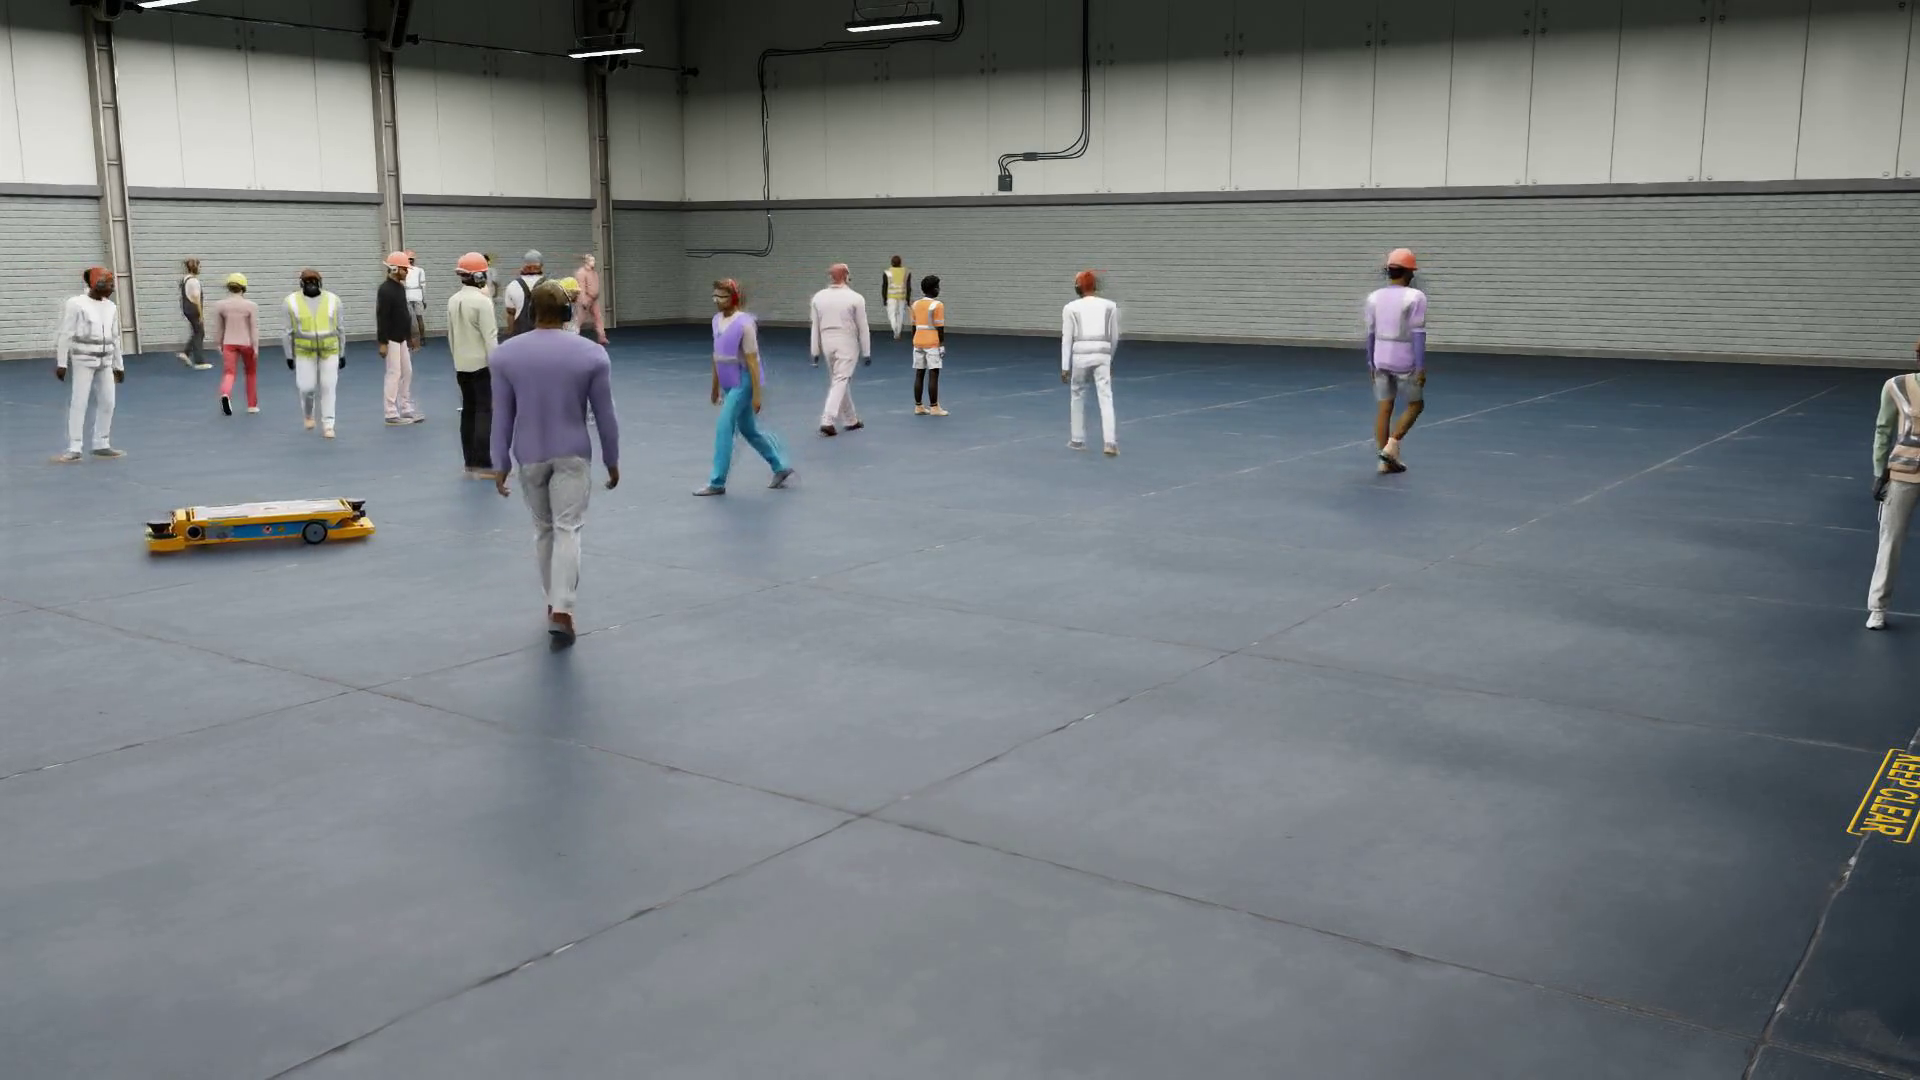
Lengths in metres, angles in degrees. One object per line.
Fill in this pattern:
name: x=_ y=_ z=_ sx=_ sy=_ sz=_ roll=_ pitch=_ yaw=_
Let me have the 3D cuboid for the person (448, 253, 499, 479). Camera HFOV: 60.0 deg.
person: x=-4.292 y=-1.532 z=14.763 sx=0.623 sy=2.000 sz=0.493 roll=8 pitch=13 yaw=39

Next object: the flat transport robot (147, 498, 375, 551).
flat transport robot: x=-4.883 y=-0.122 z=11.629 sx=1.431 sy=0.197 sz=0.652 roll=-5 pitch=11 yaw=-25

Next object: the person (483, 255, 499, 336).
person: x=-10.558 y=-5.380 z=36.770 sx=0.560 sy=1.805 sz=0.991 roll=6 pitch=12 yaw=28

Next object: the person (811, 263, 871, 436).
person: x=-1.298 y=-2.079 z=18.174 sx=0.653 sy=1.863 sz=1.022 roll=6 pitch=12 yaw=29

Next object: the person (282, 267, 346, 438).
person: x=-6.905 y=-2.004 z=17.833 sx=0.626 sy=1.827 sz=0.504 roll=-4 pitch=11 yaw=-23

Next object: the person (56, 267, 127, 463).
person: x=-8.330 y=-1.661 z=15.857 sx=0.372 sy=1.855 sz=0.750 roll=4 pitch=11 yaw=22

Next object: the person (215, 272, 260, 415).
person: x=-8.726 y=-2.360 z=20.078 sx=0.526 sy=1.736 sz=0.790 roll=-1 pitch=10 yaw=-8

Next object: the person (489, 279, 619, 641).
person: x=-2.156 y=-0.434 z=8.855 sx=0.649 sy=1.897 sz=1.017 roll=-1 pitch=10 yaw=-5

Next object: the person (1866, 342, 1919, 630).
person: x=5.147 y=-0.314 z=8.868 sx=0.514 sy=1.640 sz=0.315 roll=4 pitch=11 yaw=23

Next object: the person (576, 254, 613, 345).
person: x=-7.619 y=-4.901 z=33.943 sx=0.978 sy=1.869 sz=0.662 roll=4 pitch=11 yaw=21

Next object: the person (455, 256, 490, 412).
person: x=-5.967 y=-2.518 z=20.409 sx=0.586 sy=1.928 sz=0.369 roll=10 pitch=14 yaw=44

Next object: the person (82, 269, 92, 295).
person: x=-13.322 y=-3.323 z=25.589 sx=0.321 sy=1.689 sz=0.530 roll=-2 pitch=10 yaw=-12

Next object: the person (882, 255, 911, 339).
person: x=-1.367 y=-5.264 z=36.083 sx=0.631 sy=1.826 sz=0.604 roll=-3 pitch=10 yaw=-15

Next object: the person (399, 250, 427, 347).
person: x=-11.005 y=-4.843 z=33.408 sx=0.551 sy=1.934 sz=0.371 roll=-5 pitch=11 yaw=-28

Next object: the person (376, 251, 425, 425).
person: x=-6.451 y=-2.300 z=19.045 sx=0.444 sy=1.984 sz=0.662 roll=-1 pitch=10 yaw=-4

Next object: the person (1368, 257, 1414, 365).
person: x=7.043 y=-3.643 z=26.823 sx=0.944 sy=1.883 sz=0.655 roll=8 pitch=13 yaw=38

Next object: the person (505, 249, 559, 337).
person: x=-5.180 y=-2.556 z=20.308 sx=0.691 sy=2.000 sz=0.854 roll=0 pitch=10 yaw=0

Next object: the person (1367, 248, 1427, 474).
person: x=3.939 y=-1.592 z=14.937 sx=0.423 sy=2.029 sz=0.644 roll=-8 pitch=13 yaw=-39

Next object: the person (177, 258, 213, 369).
person: x=-12.605 y=-3.715 z=27.377 sx=0.550 sy=1.832 sz=0.434 roll=10 pitch=14 yaw=44

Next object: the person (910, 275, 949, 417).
person: x=-0.378 y=-2.329 z=20.000 sx=0.322 sy=1.695 sz=0.536 roll=-10 pitch=14 yaw=-43

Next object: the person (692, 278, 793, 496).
person: x=-1.791 y=-1.277 z=13.827 sx=0.925 sy=1.801 sz=0.577 roll=-6 pitch=12 yaw=-31

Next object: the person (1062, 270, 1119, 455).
person: x=1.307 y=-1.750 z=16.458 sx=0.602 sy=1.827 sz=0.921 roll=-1 pitch=10 yaw=-7

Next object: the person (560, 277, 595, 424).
person: x=-4.491 y=-2.133 z=18.929 sx=0.910 sy=1.706 sz=0.496 roll=-3 pitch=10 yaw=-15
